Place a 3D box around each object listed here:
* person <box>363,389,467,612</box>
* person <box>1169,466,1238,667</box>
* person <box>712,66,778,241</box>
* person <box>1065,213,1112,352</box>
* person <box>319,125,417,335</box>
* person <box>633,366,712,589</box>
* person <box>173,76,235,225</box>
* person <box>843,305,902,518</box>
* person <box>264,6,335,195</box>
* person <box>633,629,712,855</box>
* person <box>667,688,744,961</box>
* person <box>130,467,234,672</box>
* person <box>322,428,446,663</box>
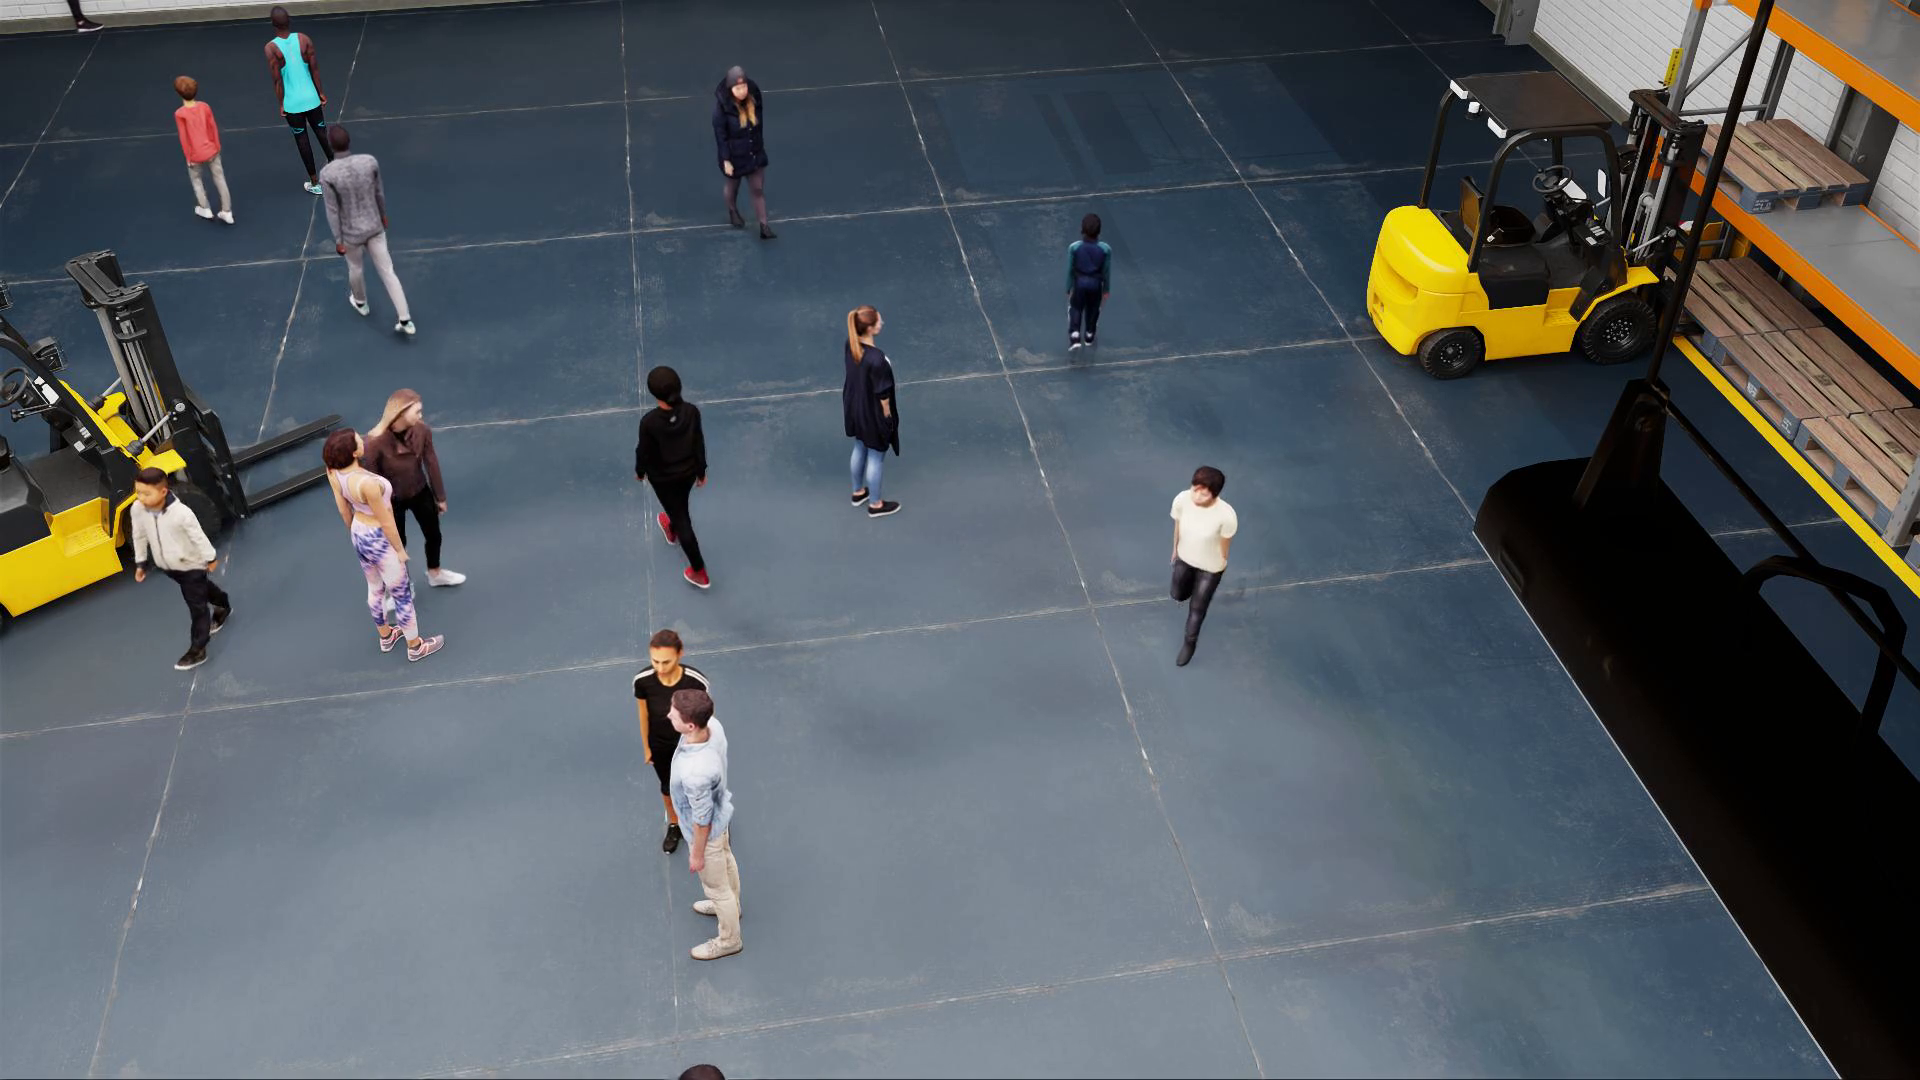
[{"bbox_3d":[-3.738,-0.261,11.011,0.805,1.678,0.732,-15,41,-18],"label":"person"},{"bbox_3d":[1.581,0.101,10.648,0.872,1.565,0.934,25,45,28],"label":"person"},{"bbox_3d":[-2.035,-3.560,15.182,0.919,1.626,1.130,-23,44,-26],"label":"person"},{"bbox_3d":[1.042,-2.087,13.642,0.633,1.247,0.793,4,39,5],"label":"person"},{"bbox_3d":[-4.879,-2.509,13.731,1.111,1.796,1.300,-29,47,-32],"label":"person"},{"bbox_3d":[-1.888,-0.387,11.205,0.893,1.633,1.148,-23,44,-26],"label":"person"},{"bbox_3d":[-6.971,-3.575,15.379,0.808,1.405,0.735,30,47,32],"label":"person"},{"bbox_3d":[-0.655,-0.919,11.831,0.777,1.683,0.657,-25,45,-28],"label":"person"},{"bbox_3d":[-6.265,-4.177,15.808,0.697,1.810,0.695,-27,46,-30],"label":"person"},{"bbox_3d":[-1.556,1.118,9.293,0.633,1.666,0.609,4,39,5],"label":"person"},{"bbox_3d":[-1.320,1.472,8.704,0.732,1.848,0.530,-2,39,-2],"label":"person"},{"bbox_3d":[-5.002,0.081,10.786,0.835,1.424,1.023,10,40,12],"label":"person"},{"bbox_3d":[-3.710,0.024,10.583,0.687,1.766,0.730,19,42,22],"label":"person"}]
